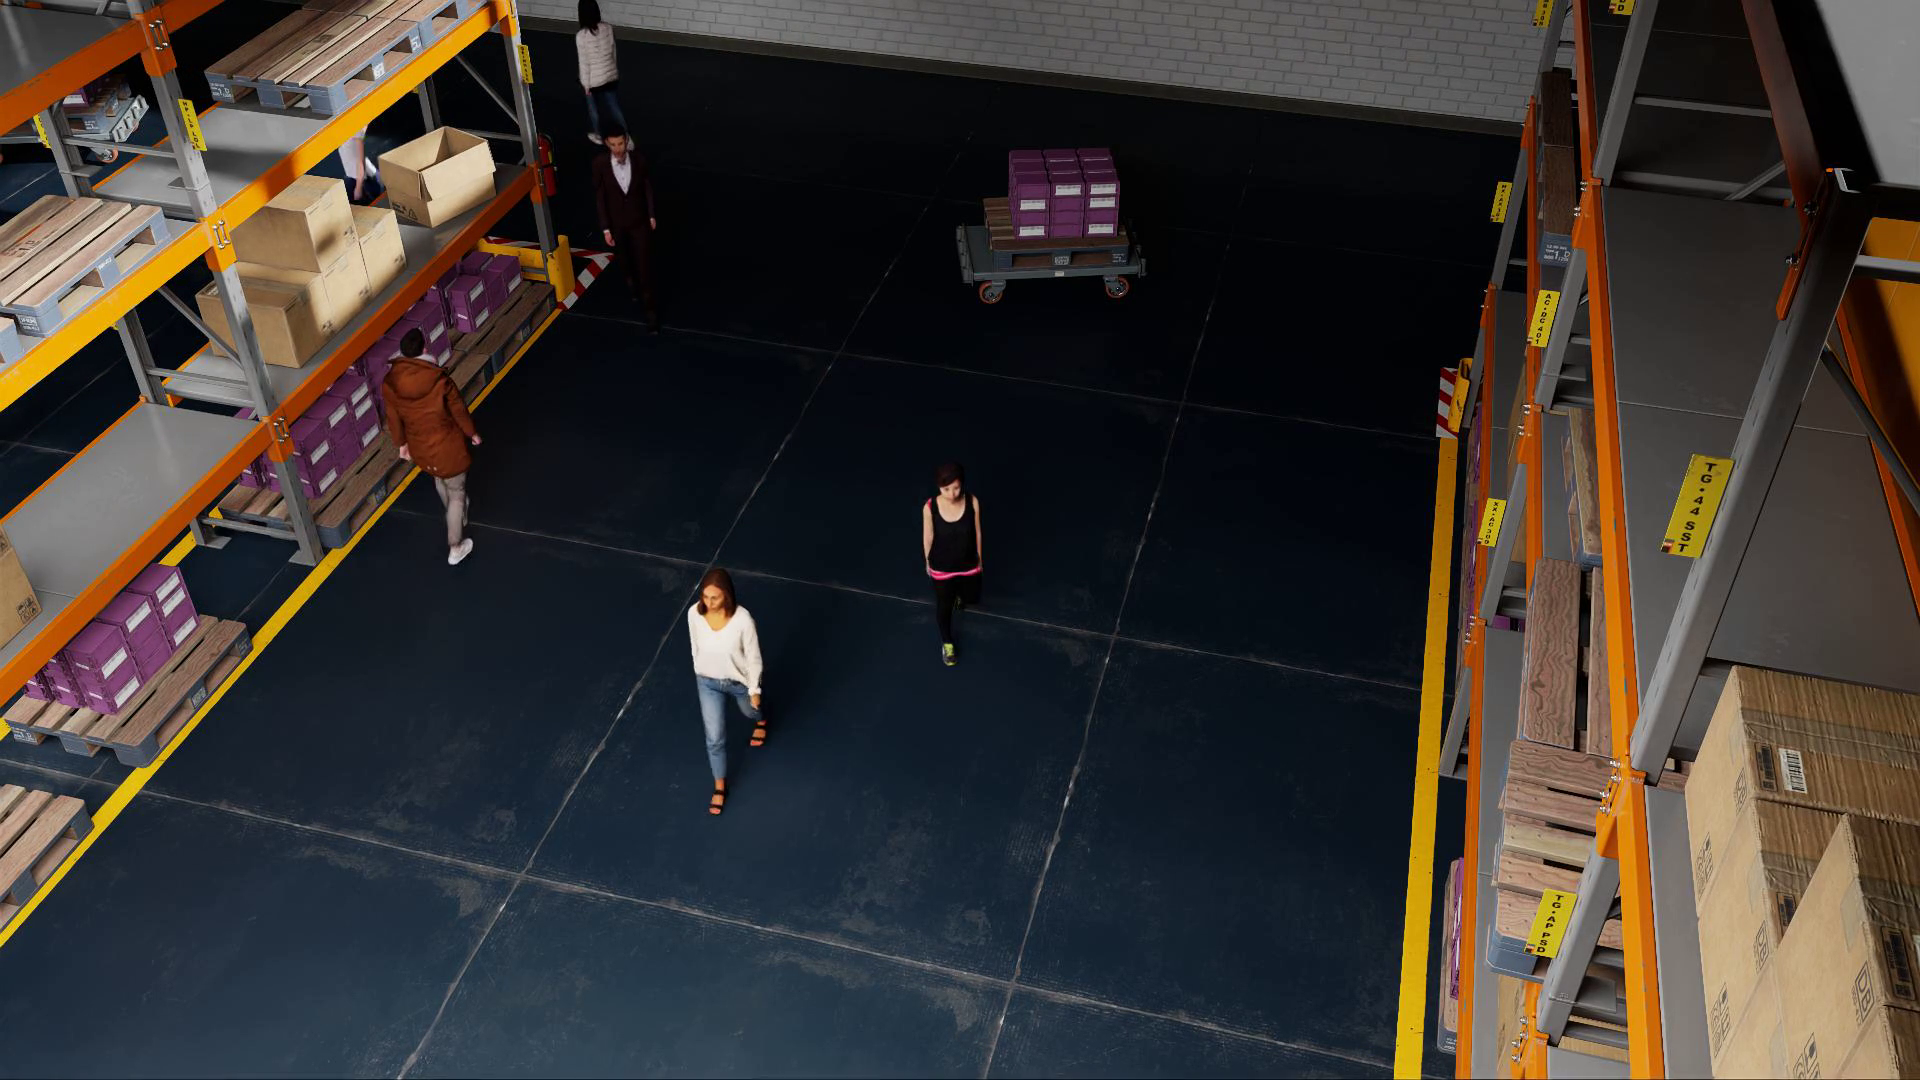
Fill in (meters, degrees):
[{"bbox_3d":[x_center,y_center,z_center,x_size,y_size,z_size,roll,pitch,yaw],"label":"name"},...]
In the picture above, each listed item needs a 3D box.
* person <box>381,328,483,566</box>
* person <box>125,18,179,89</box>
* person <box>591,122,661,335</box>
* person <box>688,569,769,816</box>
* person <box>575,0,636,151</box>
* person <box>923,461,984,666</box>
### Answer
[{"bbox_3d":[-3.694,-0.600,11.677,0.744,1.808,0.943,7,39,9],"label":"person"},{"bbox_3d":[-8.852,-5.602,18.077,0.899,1.635,0.921,20,43,23],"label":"person"},{"bbox_3d":[-2.902,-2.782,14.393,1.027,1.826,1.334,-8,39,-10],"label":"person"},{"bbox_3d":[-1.356,0.795,10.060,0.630,1.645,1.034,9,39,11],"label":"person"},{"bbox_3d":[-3.625,-4.698,16.969,1.072,1.605,1.062,-26,45,-29],"label":"person"},{"bbox_3d":[-0.044,0.084,11.039,0.763,1.535,0.921,-7,39,-9],"label":"person"}]
